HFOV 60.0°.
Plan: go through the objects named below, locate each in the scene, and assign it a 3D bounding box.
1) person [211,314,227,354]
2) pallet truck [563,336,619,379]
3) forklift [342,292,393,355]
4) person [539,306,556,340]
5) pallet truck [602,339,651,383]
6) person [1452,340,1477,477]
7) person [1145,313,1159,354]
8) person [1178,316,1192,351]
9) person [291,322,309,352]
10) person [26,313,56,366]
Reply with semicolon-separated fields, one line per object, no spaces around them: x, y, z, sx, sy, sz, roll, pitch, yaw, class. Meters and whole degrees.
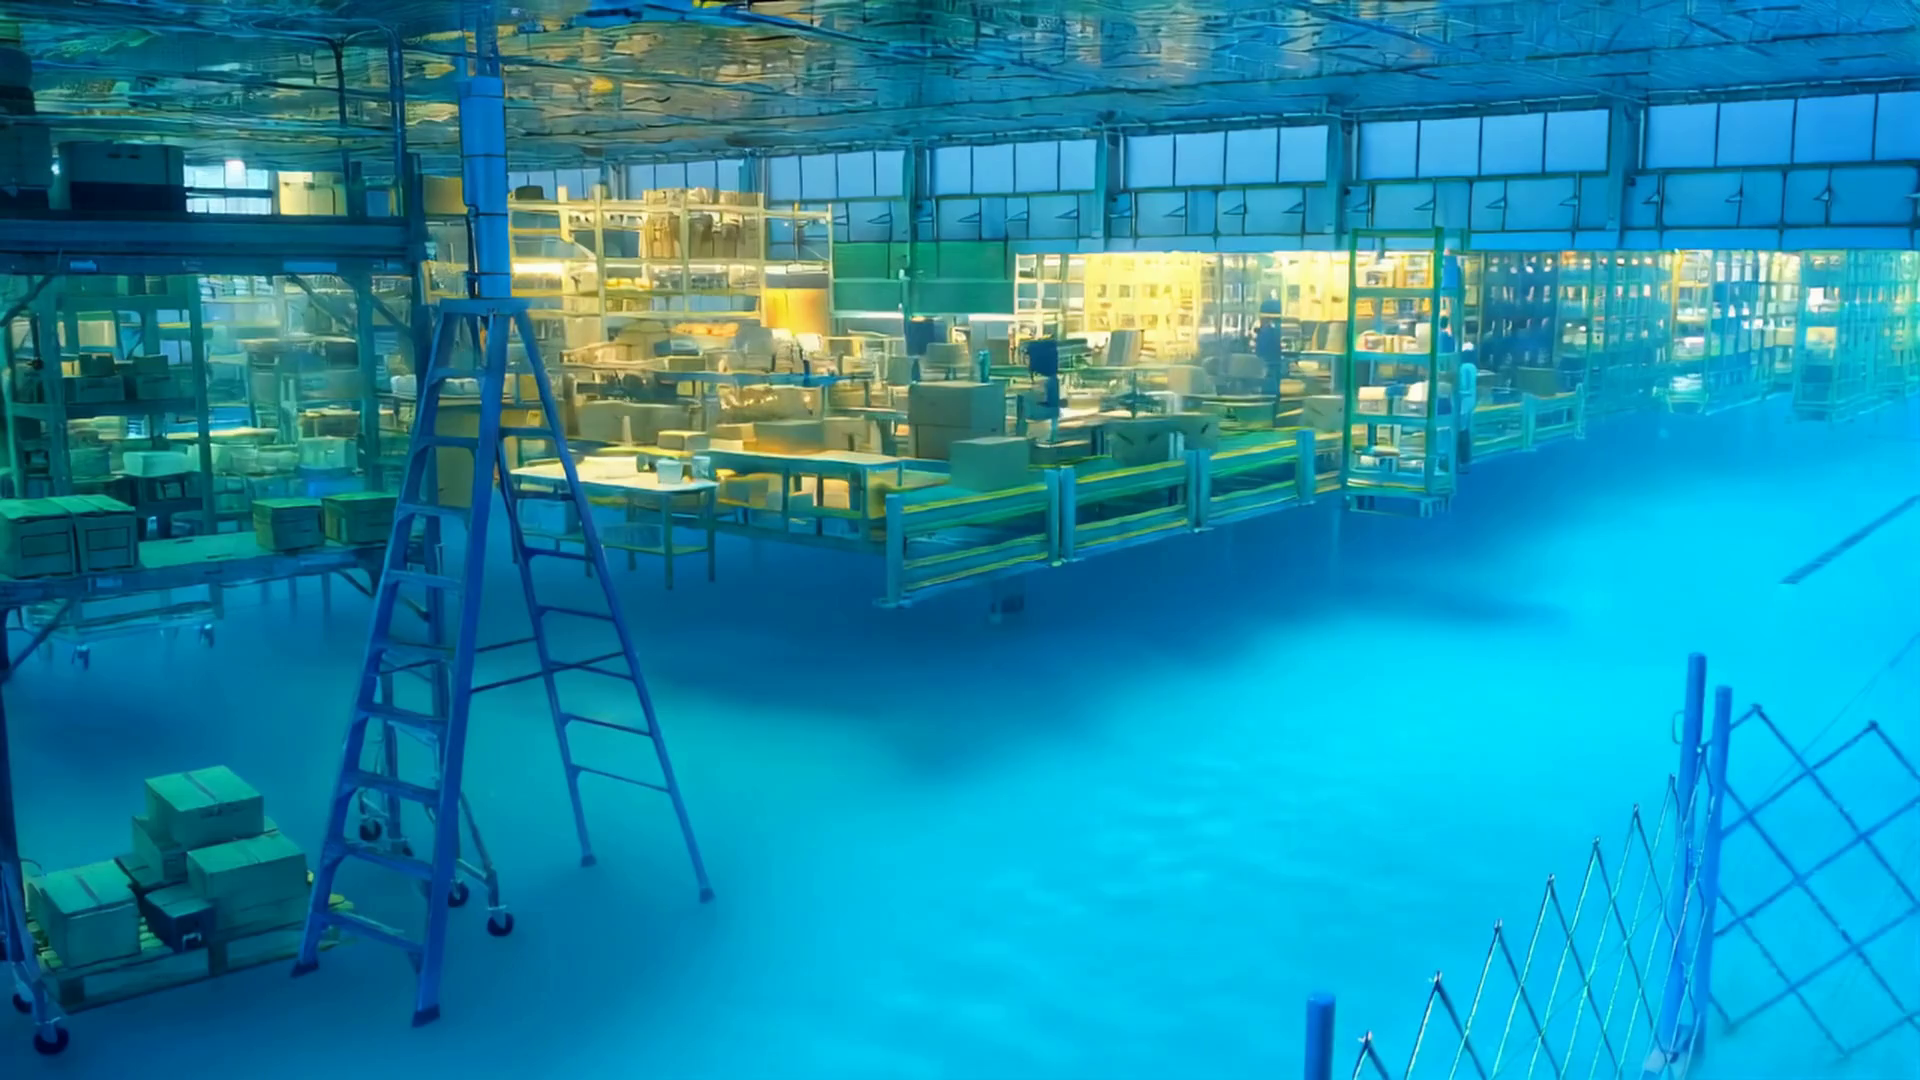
-20.432;-5.290;46.045;0.562;1.924;0.699;7;12;39;person
-10.690;-5.294;48.215;1.601;1.201;0.680;-5;10;-26;pallet truck
-16.485;-5.622;45.120;1.129;2.768;1.873;7;11;37;forklift
-15.463;-7.850;62.277;0.619;1.839;0.430;1;9;4;person
-8.991;-4.871;45.351;0.653;1.274;1.630;7;11;37;pallet truck
7.511;-1.970;24.932;0.372;2.042;0.615;5;11;31;person
6.091;-6.278;52.553;0.501;1.814;0.593;5;10;28;person
6.967;-6.097;50.971;0.614;1.950;0.375;0;9;0;person
-18.114;-5.128;45.362;0.619;1.805;0.719;7;11;37;person
-29.747;-6.444;53.684;0.590;1.789;0.938;8;12;41;person
